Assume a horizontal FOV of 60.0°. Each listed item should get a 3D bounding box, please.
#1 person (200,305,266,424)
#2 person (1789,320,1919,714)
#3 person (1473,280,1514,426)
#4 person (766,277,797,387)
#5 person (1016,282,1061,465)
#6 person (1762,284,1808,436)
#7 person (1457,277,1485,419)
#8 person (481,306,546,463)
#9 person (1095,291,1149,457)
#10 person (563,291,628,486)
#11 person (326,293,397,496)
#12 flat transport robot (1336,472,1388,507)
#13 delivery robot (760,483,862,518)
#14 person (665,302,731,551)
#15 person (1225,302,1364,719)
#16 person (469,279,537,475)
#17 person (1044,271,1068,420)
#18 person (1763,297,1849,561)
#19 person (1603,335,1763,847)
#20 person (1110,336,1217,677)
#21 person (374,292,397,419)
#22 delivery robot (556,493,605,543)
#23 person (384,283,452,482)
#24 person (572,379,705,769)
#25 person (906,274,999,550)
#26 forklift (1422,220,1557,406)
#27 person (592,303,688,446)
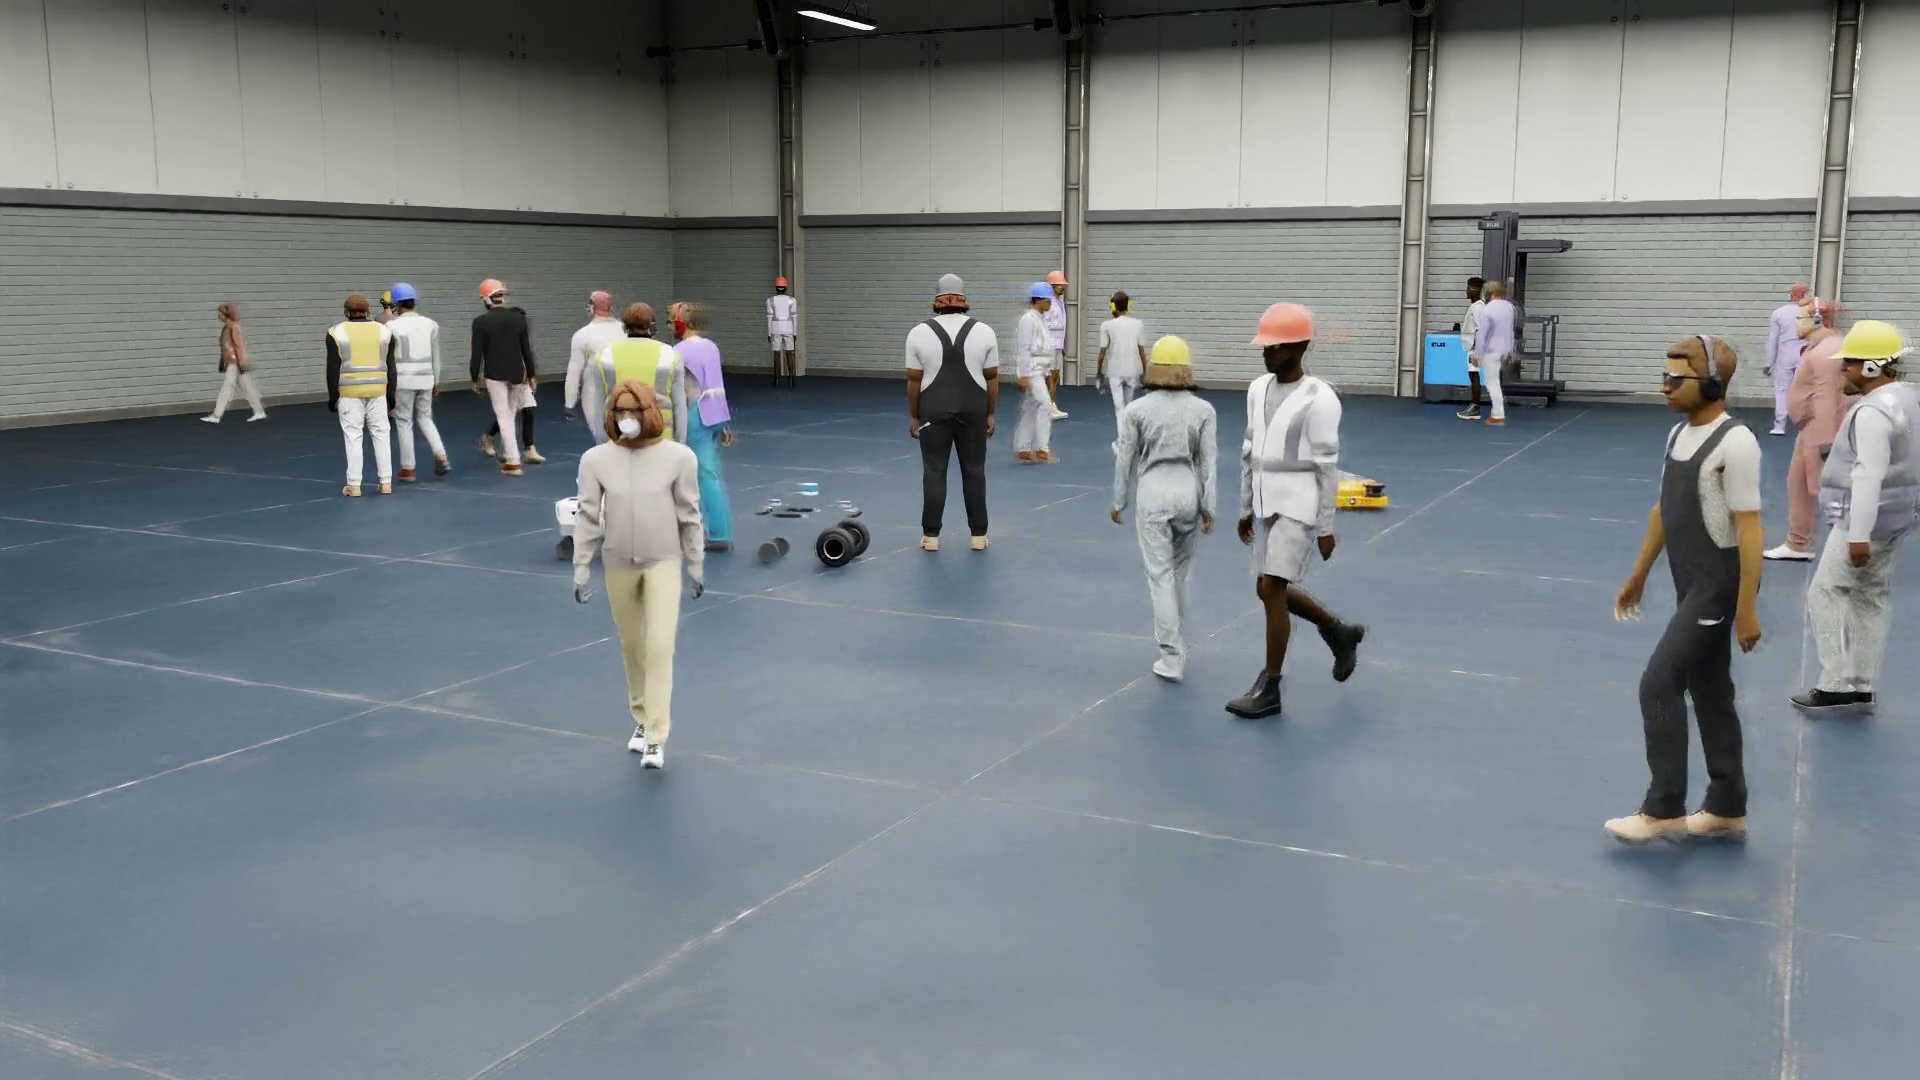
[{"bbox_3d":[-9.814,-2.368,22.405,0.878,1.588,0.543,-6,11,-34],"label":"person"},{"bbox_3d":[4.153,-0.095,7.676,0.465,1.822,0.614,9,13,43],"label":"person"},{"bbox_3d":[7.022,-2.466,22.006,0.647,1.912,0.575,-7,12,-37],"label":"person"},{"bbox_3d":[-3.163,-3.698,29.541,0.544,1.939,0.354,-2,9,-11],"label":"person"},{"bbox_3d":[0.891,-1.749,17.573,0.714,1.918,0.632,3,10,18],"label":"person"},{"bbox_3d":[10.461,-2.248,20.817,0.724,1.888,0.407,2,9,13],"label":"person"},{"bbox_3d":[7.149,-2.678,23.153,0.361,1.965,0.614,3,10,16],"label":"person"},{"bbox_3d":[-4.813,-1.664,17.794,0.677,1.670,0.526,5,11,29],"label":"person"},{"bbox_3d":[1.700,-1.738,17.821,0.546,1.816,0.943,-3,10,-17],"label":"person"},{"bbox_3d":[-3.178,-1.229,14.535,0.960,1.855,0.673,8,12,41],"label":"person"},{"bbox_3d":[-5.483,-1.330,15.239,0.637,1.840,0.429,-7,11,-36],"label":"person"},{"bbox_3d":[3.256,-0.488,15.001,0.652,0.197,1.431,-2,9,-10],"label":"flat transport robot"},{"bbox_3d":[-1.058,-0.288,11.807,0.698,0.223,0.335,2,9,11],"label":"delivery robot"},{"bbox_3d":[-2.006,-0.827,12.205,0.711,1.811,0.565,3,10,16],"label":"person"},{"bbox_3d":[1.589,-0.156,7.780,0.783,1.910,0.539,-5,10,-26],"label":"person"},{"bbox_3d":[-4.721,-1.659,16.926,0.639,1.947,0.930,-9,13,-44],"label":"person"},{"bbox_3d":[1.313,-2.691,23.005,0.378,2.045,0.605,4,10,25],"label":"person"},{"bbox_3d":[6.122,-0.755,11.609,0.773,1.878,0.665,4,10,23],"label":"person"},{"bbox_3d":[2.559,0.190,5.925,0.701,1.822,0.519,1,9,6],"label":"person"},{"bbox_3d":[1.039,-0.192,8.605,0.501,1.704,0.845,-2,9,-10],"label":"person"},{"bbox_3d":[-7.922,-2.573,23.162,0.518,1.757,0.341,5,10,28],"label":"person"},{"bbox_3d":[-2.530,-0.185,11.972,0.707,0.478,0.477,1,9,7],"label":"delivery robot"},{"bbox_3d":[-5.341,-1.522,16.182,0.479,1.920,0.646,6,11,33],"label":"person"},{"bbox_3d":[-1.344,0.148,6.868,0.524,1.597,0.802,0,9,3],"label":"person"},{"bbox_3d":[-0.064,-0.932,12.295,0.679,2.000,0.537,-1,9,-4],"label":"person"},{"bbox_3d":[8.245,-3.527,25.720,1.873,2.768,1.129,5,10,27],"label":"forklift"},{"bbox_3d":[-2.162,-0.684,11.290,0.624,1.836,0.429,0,9,-2],"label":"person"}]
